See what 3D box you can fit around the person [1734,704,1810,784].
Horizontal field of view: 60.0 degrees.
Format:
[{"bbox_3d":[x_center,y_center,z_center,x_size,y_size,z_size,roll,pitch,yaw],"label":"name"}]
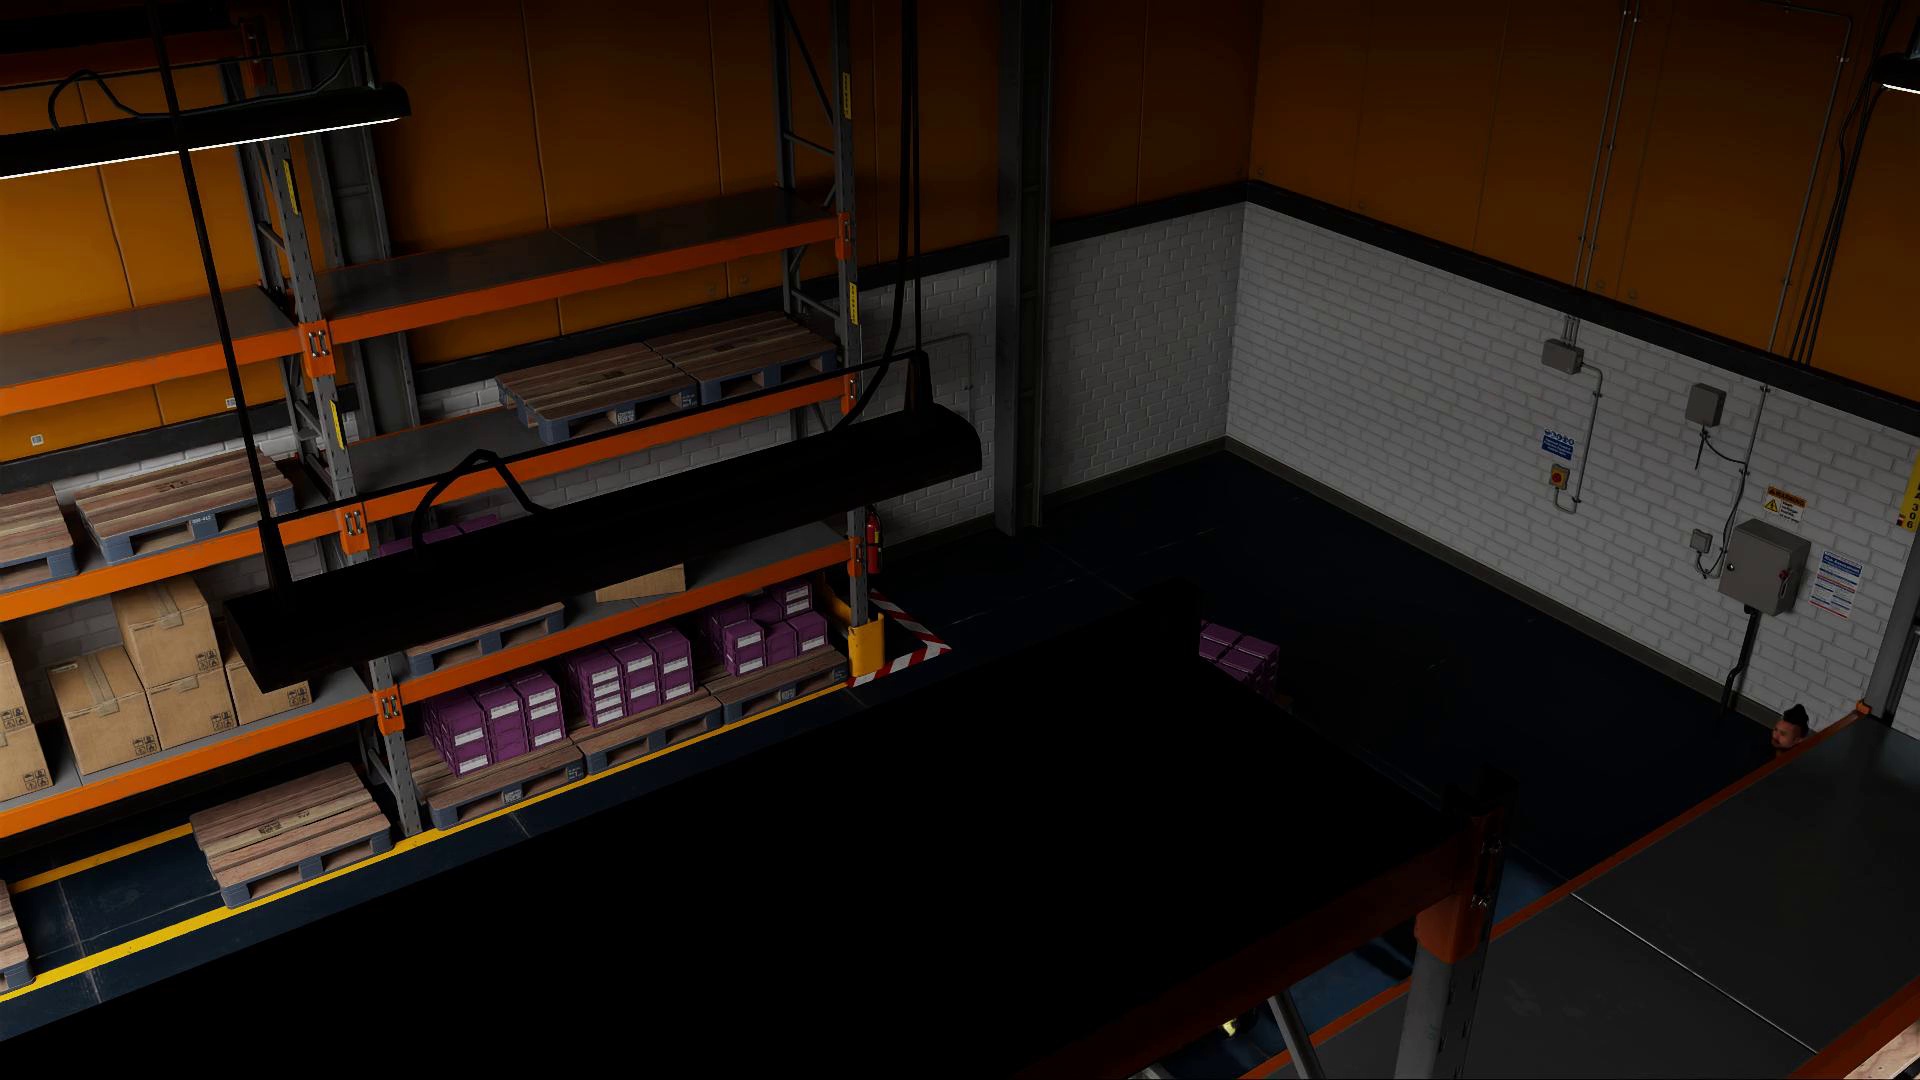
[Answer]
[{"bbox_3d":[5.518,1.899,11.223,0.957,1.847,0.896,-8,30,-14],"label":"person"}]
